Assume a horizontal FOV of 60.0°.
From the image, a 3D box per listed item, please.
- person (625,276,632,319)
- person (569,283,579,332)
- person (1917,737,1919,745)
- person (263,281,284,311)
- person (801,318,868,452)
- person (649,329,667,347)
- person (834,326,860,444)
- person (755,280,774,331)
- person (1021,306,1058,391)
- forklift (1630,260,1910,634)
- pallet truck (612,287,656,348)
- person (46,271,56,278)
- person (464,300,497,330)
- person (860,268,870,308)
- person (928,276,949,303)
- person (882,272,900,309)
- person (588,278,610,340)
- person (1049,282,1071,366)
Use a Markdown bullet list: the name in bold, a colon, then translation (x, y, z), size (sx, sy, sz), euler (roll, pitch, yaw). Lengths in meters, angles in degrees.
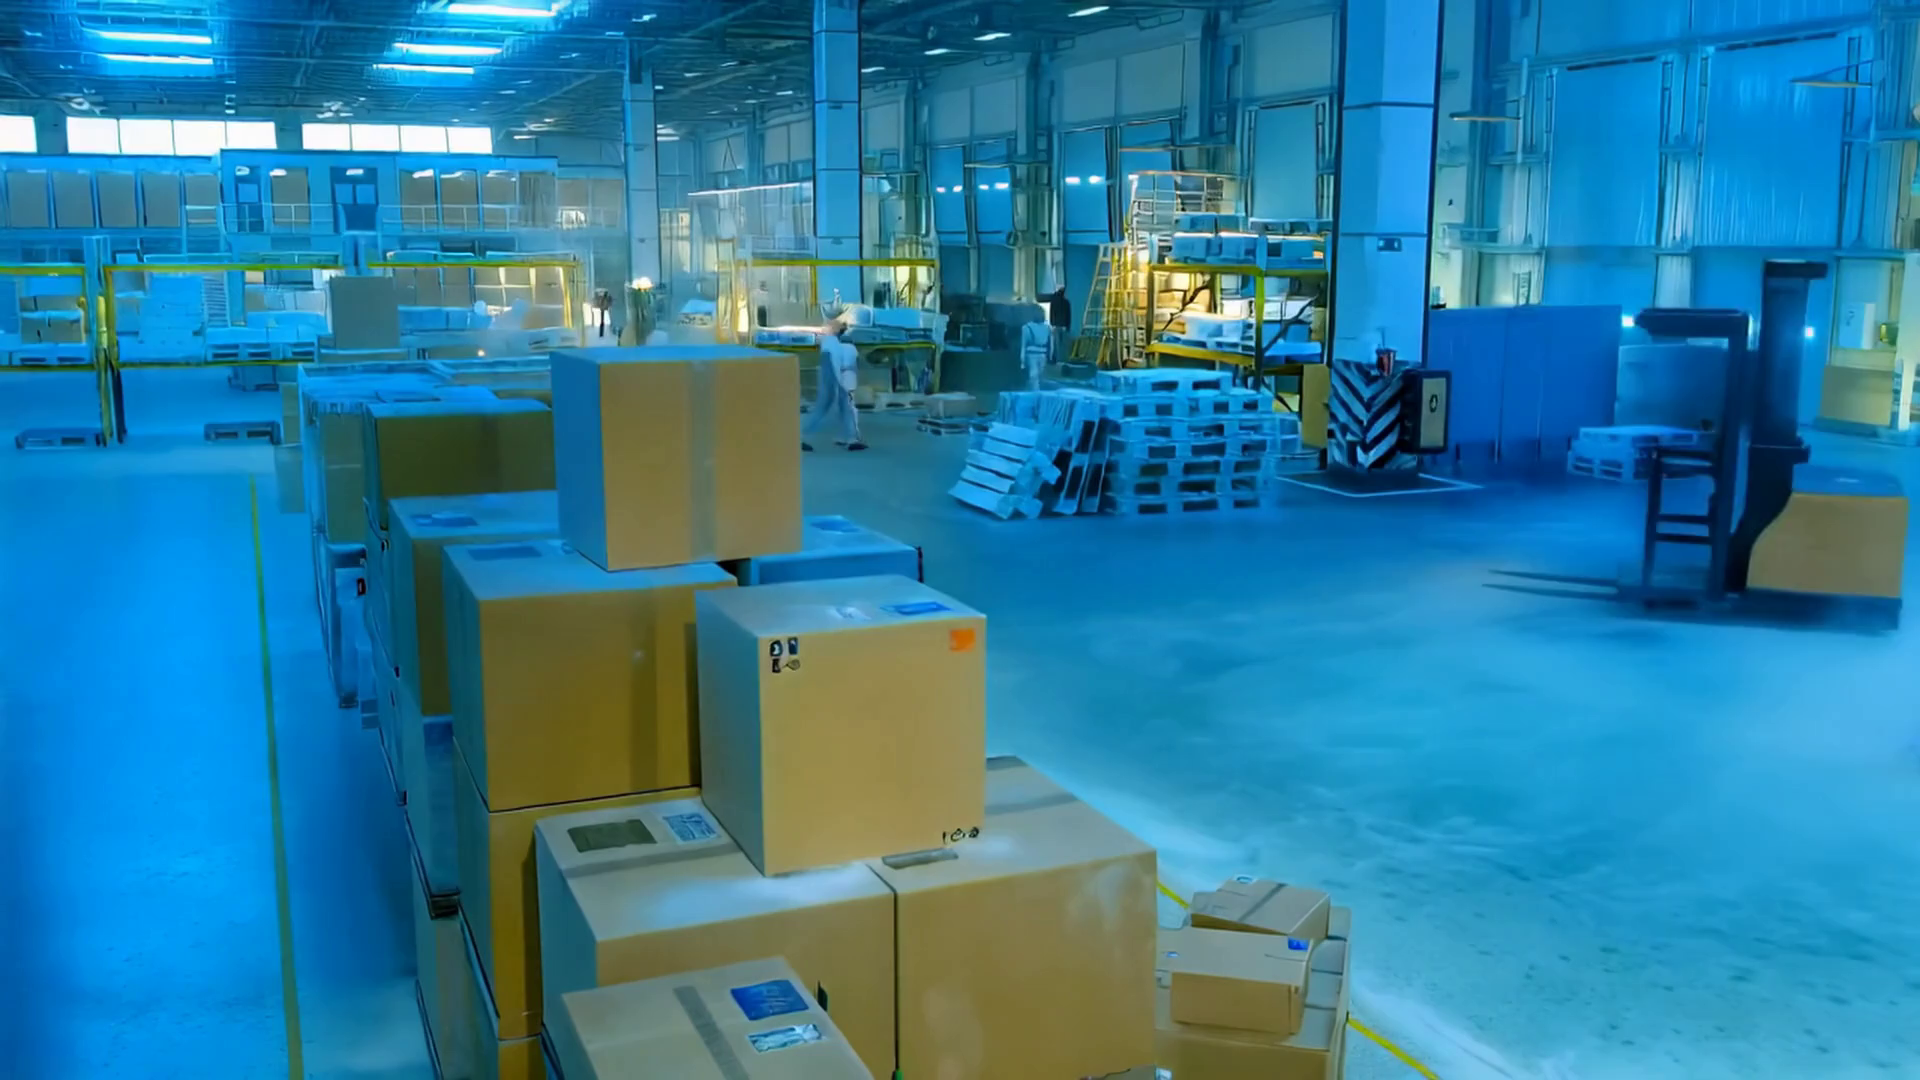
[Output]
- **person**: translation (-12.136, -9.148, 61.669), size (0.607, 1.951, 0.379), euler (2, 10, 10)
- **person**: translation (-11.504, -6.807, 49.467), size (0.317, 1.696, 0.538), euler (0, 10, 1)
- **person**: translation (5.705, 0.460, 8.877), size (0.634, 1.899, 0.970), euler (-10, 14, -43)
- **person**: translation (-18.568, -6.084, 45.075), size (0.532, 1.852, 0.781), euler (-2, 11, -13)
- **person**: translation (-1.855, -2.167, 23.387), size (1.012, 1.894, 0.626), euler (0, 10, 2)
- **person**: translation (-3.868, -1.828, 21.656), size (0.349, 1.832, 0.515), euler (2, 10, 11)
- **person**: translation (-1.687, -2.280, 24.393), size (0.323, 1.741, 0.491), euler (7, 12, 32)
- **person**: translation (-6.014, -7.148, 51.265), size (0.543, 1.711, 0.895), euler (-5, 11, -24)
- **person**: translation (1.342, -3.165, 29.027), size (0.573, 1.841, 0.969), euler (-7, 13, -35)
- **forklift**: translation (6.407, -0.794, 13.062), size (1.873, 2.768, 1.129), euler (5, 11, 25)
- **pallet truck**: translation (-6.464, -4.406, 35.401), size (0.823, 1.965, 1.885), euler (6, 12, 32)
- **person**: translation (-28.061, -7.345, 51.498), size (0.605, 2.035, 0.392), euler (-3, 11, -18)
- **person**: translation (-9.010, -3.584, 31.307), size (0.633, 1.841, 0.429), euler (-3, 11, -17)
- **person**: translation (-3.559, -8.921, 60.475), size (0.606, 1.917, 1.026), euler (-1, 10, -4)
- **person**: translation (-0.670, -6.922, 49.589), size (0.608, 1.878, 0.930), euler (3, 11, 15)
- **person**: translation (-2.202, -7.554, 52.972), size (0.579, 1.912, 0.750), euler (-2, 10, -9)
- **person**: translation (-10.690, -6.857, 49.400), size (0.620, 1.824, 0.714), euler (2, 11, 13)
- **person**: translation (2.366, -5.105, 39.318), size (0.618, 1.981, 0.405), euler (-7, 13, -35)
